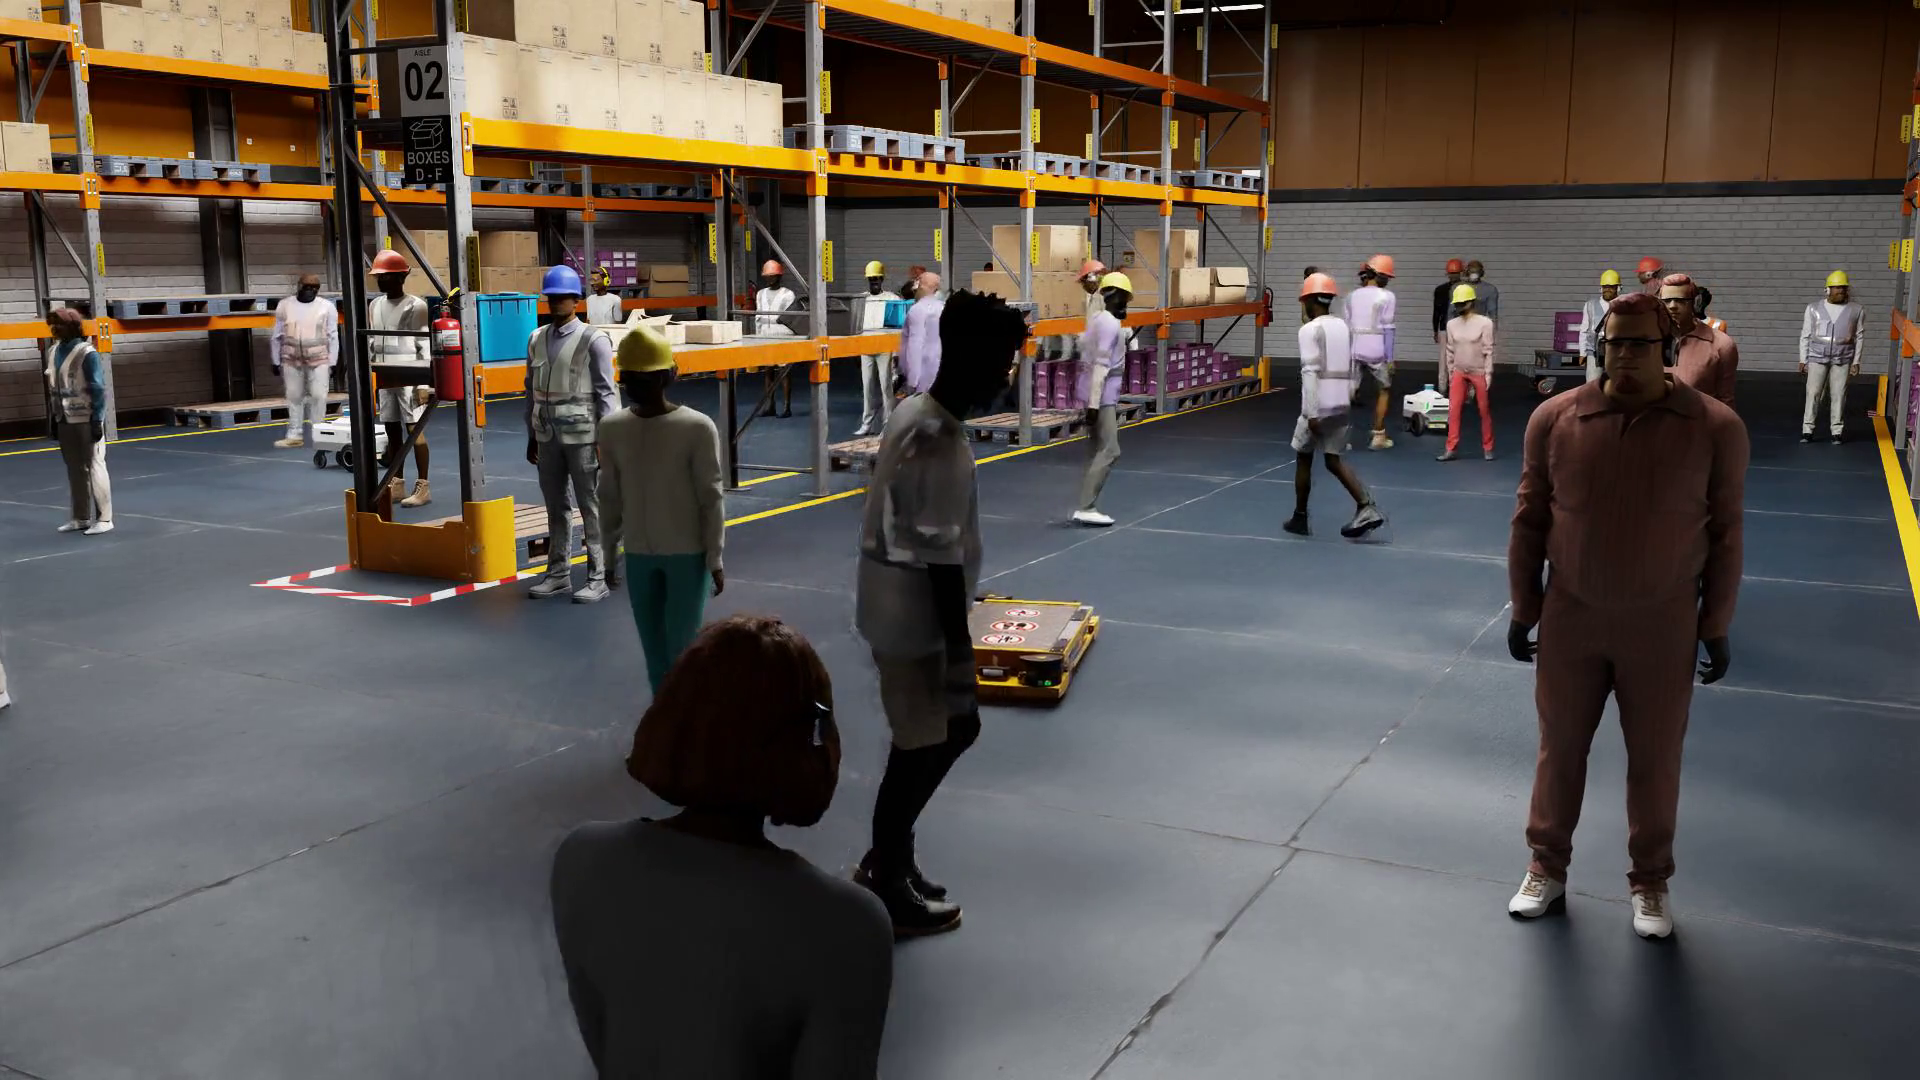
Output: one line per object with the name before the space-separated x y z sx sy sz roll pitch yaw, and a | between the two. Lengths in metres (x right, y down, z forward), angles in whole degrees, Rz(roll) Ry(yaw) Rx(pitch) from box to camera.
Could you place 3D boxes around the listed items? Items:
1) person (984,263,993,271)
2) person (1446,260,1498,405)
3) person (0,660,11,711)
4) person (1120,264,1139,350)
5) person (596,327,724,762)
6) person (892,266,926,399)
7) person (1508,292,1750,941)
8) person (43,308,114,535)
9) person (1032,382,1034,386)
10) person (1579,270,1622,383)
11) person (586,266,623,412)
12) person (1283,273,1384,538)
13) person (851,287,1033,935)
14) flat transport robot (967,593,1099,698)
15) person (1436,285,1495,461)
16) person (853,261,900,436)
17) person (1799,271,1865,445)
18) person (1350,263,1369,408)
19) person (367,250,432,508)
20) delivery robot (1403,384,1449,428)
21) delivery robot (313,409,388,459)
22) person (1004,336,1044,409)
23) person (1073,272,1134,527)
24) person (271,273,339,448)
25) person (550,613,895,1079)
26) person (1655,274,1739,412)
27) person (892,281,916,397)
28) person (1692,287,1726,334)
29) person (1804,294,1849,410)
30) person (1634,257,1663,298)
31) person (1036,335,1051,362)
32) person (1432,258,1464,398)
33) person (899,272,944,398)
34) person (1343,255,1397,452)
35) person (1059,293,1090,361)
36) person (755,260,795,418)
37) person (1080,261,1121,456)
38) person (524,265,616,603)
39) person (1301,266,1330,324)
person | 0.479 -3.420 26.168 0.532 1.870 0.315 5 11 26
person | 6.772 -2.725 22.006 0.655 1.914 0.803 3 10 17
person | -4.502 -0.005 7.191 0.591 1.602 0.531 -8 12 -38
person | 2.610 -3.528 26.885 0.934 1.847 0.574 1 10 6
person | -1.157 0.053 6.439 0.536 1.738 0.482 3 10 19
person | -0.554 -2.846 22.945 1.002 1.826 0.600 4 11 22
person | 1.957 0.226 4.951 0.652 1.906 0.409 5 11 26
person | -6.357 -0.846 11.975 0.538 1.631 0.330 4 11 24
person | 0.818 -3.075 24.962 0.845 1.597 0.492 -5 11 -29
person | 7.303 -2.128 18.795 0.600 1.831 0.404 5 11 26
person | -4.033 -2.143 18.779 0.532 1.870 0.315 5 11 26
person | 2.650 -0.937 11.758 0.550 1.892 0.786 -6 12 -32
person | -0.062 0.242 4.809 0.536 1.926 0.669 -1 10 -5
flat transport robot | 0.270 0.495 8.129 0.652 0.197 1.431 2 10 12
person | 4.982 -1.617 16.200 0.531 1.717 0.644 10 14 44
person | -0.926 -2.088 18.301 0.603 1.925 0.385 5 11 26
person | 9.207 -1.922 17.597 0.600 1.833 0.404 5 11 26
person | 5.134 -2.611 21.463 0.435 1.888 0.737 4 11 21
person | -4.490 -1.271 13.244 0.617 2.040 0.394 5 11 26
delivery robot | 5.219 -1.491 18.531 0.477 0.478 0.707 -1 10 -6
delivery robot | -5.709 -0.981 15.581 0.707 0.478 0.477 5 11 27
person | 0.806 -2.582 21.142 0.589 1.928 0.504 5 11 27
person | 1.076 -1.052 12.423 0.506 1.879 0.618 -1 10 -5
person | -6.814 -1.841 17.212 0.751 1.816 0.431 -1 10 -7
person | -0.278 0.872 2.136 0.506 1.583 0.858 4 11 21
person | 3.889 -0.499 9.148 0.652 1.906 0.409 5 11 26
person | -0.663 -2.280 20.089 0.552 1.680 0.477 6 11 30
person | 7.151 -1.612 16.203 0.541 1.696 0.315 5 11 26
person | 10.825 -2.324 20.607 0.828 1.590 0.515 -9 13 -43
person | 8.281 -2.416 20.067 0.440 1.977 0.617 4 11 21
person | 1.470 -4.156 30.511 0.634 1.842 0.429 5 11 26
person | 6.979 -2.992 23.477 0.610 1.954 0.987 4 10 20
person | -0.282 -1.280 13.826 0.434 1.865 0.694 3 10 15
person | 4.166 -1.870 16.852 0.839 1.991 0.686 -8 12 -38
person | 1.647 -3.032 23.837 0.732 1.892 0.646 -6 11 -29
person | -2.280 -2.451 20.404 0.558 1.929 0.415 4 11 23
person | 1.412 -1.726 16.178 0.427 1.946 0.703 -2 10 -12
person | -2.277 -0.609 9.661 0.615 1.948 0.385 5 11 26
person | 5.416 -3.258 25.359 0.437 1.824 0.639 0 10 1
